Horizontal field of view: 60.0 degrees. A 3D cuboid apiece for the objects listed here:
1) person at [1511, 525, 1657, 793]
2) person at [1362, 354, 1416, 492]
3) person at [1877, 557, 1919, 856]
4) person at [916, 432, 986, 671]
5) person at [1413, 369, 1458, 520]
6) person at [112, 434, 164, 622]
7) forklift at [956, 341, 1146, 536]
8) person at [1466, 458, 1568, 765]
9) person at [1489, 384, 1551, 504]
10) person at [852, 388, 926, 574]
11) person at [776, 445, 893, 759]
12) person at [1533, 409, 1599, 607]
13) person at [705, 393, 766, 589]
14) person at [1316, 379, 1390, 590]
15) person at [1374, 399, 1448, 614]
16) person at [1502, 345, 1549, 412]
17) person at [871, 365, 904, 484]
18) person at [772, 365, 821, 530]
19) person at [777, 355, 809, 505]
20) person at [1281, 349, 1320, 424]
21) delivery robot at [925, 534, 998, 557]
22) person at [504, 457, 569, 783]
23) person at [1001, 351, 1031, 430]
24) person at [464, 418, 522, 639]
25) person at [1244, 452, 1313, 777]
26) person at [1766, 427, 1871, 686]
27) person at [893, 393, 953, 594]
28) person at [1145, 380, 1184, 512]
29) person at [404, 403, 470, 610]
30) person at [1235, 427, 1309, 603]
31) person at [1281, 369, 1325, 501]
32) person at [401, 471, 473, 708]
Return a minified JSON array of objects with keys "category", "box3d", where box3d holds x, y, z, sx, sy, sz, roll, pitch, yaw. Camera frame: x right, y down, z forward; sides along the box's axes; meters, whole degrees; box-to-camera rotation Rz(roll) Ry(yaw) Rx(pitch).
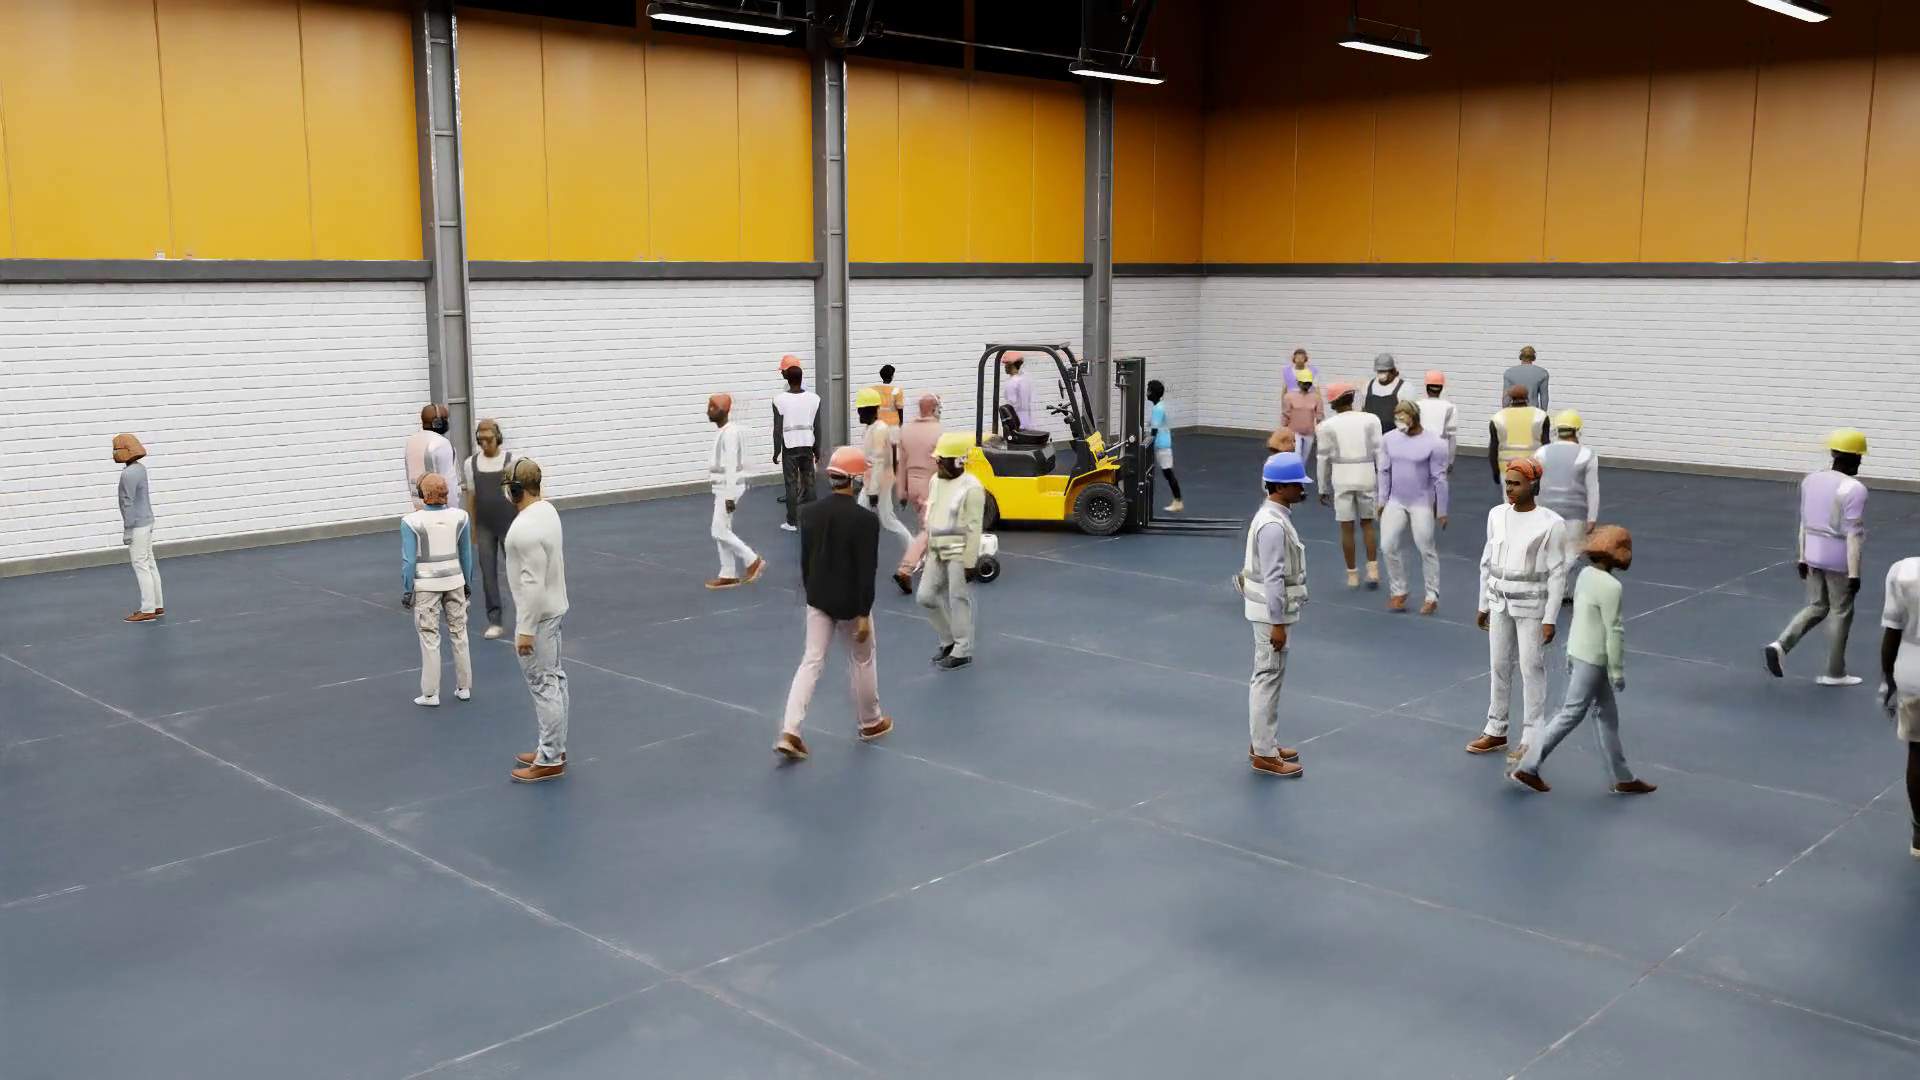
[{"category":"person","box3d":[3.606,0.692,9.574,0.837,1.588,0.520,1,9,5]},{"category":"person","box3d":[5.199,-1.298,20.381,0.708,2.000,0.814,6,11,33]},{"category":"person","box3d":[4.944,0.712,8.358,0.611,1.943,0.738,7,12,37]},{"category":"person","box3d":[-0.066,0.094,12.517,0.430,1.817,0.623,-7,12,-37]},{"category":"person","box3d":[5.245,-0.944,18.563,0.574,1.924,0.414,1,9,7]},{"category":"person","box3d":[-7.105,-0.107,14.355,0.280,1.624,0.494,-2,10,-14]},{"category":"forklift","box3d":[0.977,-1.223,19.452,2.313,2.155,1.214,2,9,11]},{"category":"person","box3d":[3.432,0.433,10.251,0.350,1.882,0.583,-6,11,-33]},{"category":"person","box3d":[5.959,-0.751,17.708,0.638,1.820,0.537,4,10,22]},{"category":"person","box3d":[-0.775,-0.570,16.434,0.973,1.881,0.591,-3,10,-16]},{"category":"person","box3d":[-0.786,0.383,10.397,0.623,1.949,1.051,5,10,28]},{"category":"person","box3d":[5.328,-0.254,14.713,0.589,1.804,0.768,8,12,41]},{"category":"person","box3d":[-2.176,-0.454,15.725,0.475,1.869,0.596,-3,10,-16]},{"category":"person","box3d":[3.715,-0.520,15.787,0.698,1.989,0.462,2,9,9]},{"category":"person","box3d":[3.969,-0.286,14.617,0.647,1.902,0.642,9,13,44]},{"category":"person","box3d":[8.122,-1.825,23.928,0.635,1.937,0.353,3,10,16]},{"category":"person","box3d":[-1.035,-1.624,23.457,0.534,1.691,0.318,3,10,16]},{"category":"person","box3d":[-1.893,-1.064,19.333,0.590,1.916,0.393,-4,10,-24]},{"category":"person","box3d":[-2.158,-1.419,21.446,0.355,1.934,0.553,-6,11,-33]},{"category":"person","box3d":[5.240,-2.029,25.599,0.597,1.792,0.955,2,9,9]},{"category":"delivery robot","box3d":[0.006,0.069,16.256,0.707,0.478,0.477,-1,9,-3]},{"category":"person","box3d":[-2.518,0.470,9.865,0.379,1.937,0.629,-1,9,-4]},{"category":"person","box3d":[0.806,-1.478,21.572,0.743,2.020,0.606,4,10,23]},{"category":"person","box3d":[-3.827,-0.123,13.848,0.535,1.822,0.691,0,9,0]},{"category":"person","box3d":[1.904,0.437,10.028,0.389,1.948,0.607,1,9,9]},{"category":"person","box3d":[6.251,0.134,12.015,0.642,1.905,0.597,-2,10,-13]},{"category":"person","box3d":[-0.352,-0.448,15.709,0.910,1.873,0.634,-9,13,-44]},{"category":"person","box3d":[2.386,-1.165,20.745,0.897,1.644,0.552,0,9,1]},{"category":"person","box3d":[-4.674,-0.300,14.880,0.634,1.839,0.429,8,12,39]},{"category":"person","box3d":[2.847,-0.218,15.027,0.592,1.614,0.519,1,9,9]},{"category":"person","box3d":[4.513,-1.367,21.760,0.554,1.715,0.900,-1,9,-6]},{"category":"person","box3d":[-3.626,0.342,11.557,0.523,1.639,0.306,-9,13,-43]}]
